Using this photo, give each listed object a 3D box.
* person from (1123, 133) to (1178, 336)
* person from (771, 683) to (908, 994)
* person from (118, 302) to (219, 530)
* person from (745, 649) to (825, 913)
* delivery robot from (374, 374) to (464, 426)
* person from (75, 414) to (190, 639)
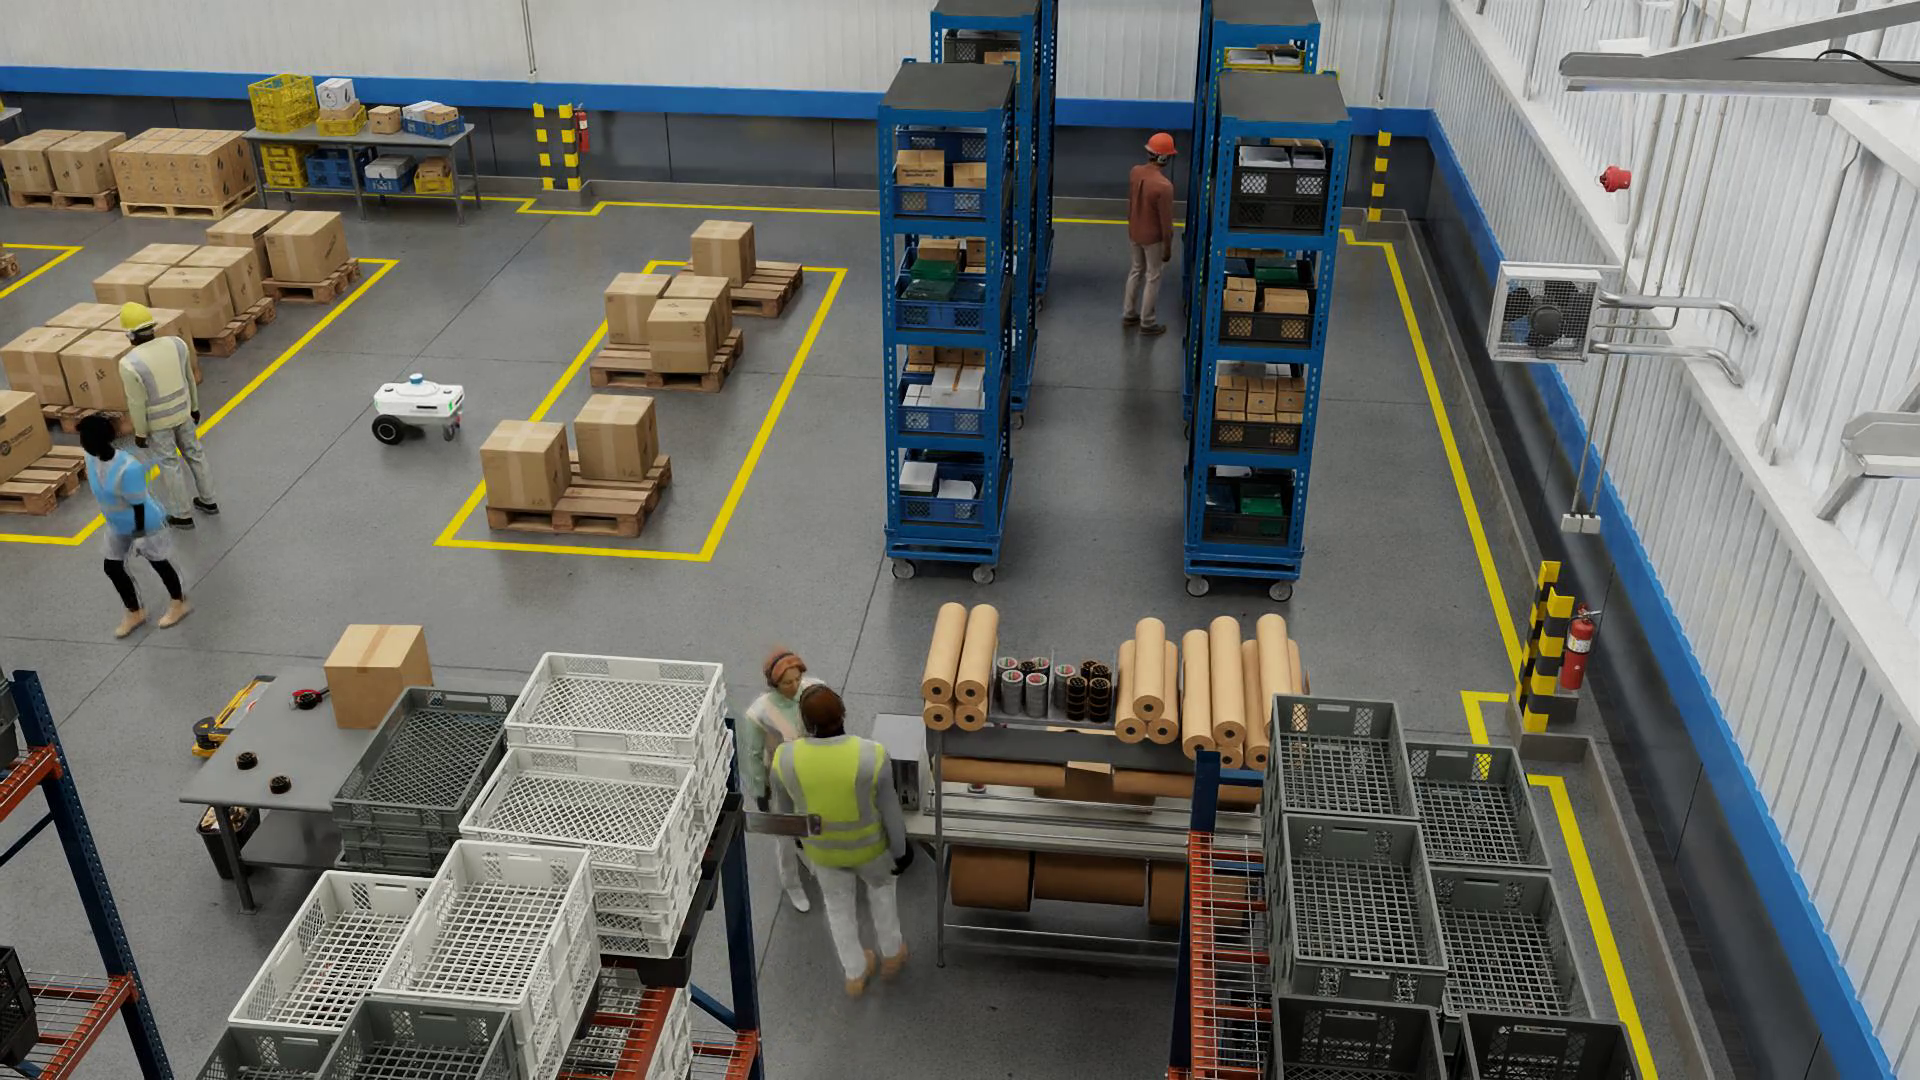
[{"bbox_3d":[1.845,-2.937,16.011,0.411,1.979,0.627,-18,35,-28],"label":"person"},{"bbox_3d":[-0.594,1.506,8.542,0.659,1.813,0.552,3,30,5],"label":"person"},{"bbox_3d":[-6.102,-0.957,12.751,0.404,1.827,0.599,14,33,22],"label":"person"},{"bbox_3d":[-0.911,1.290,9.082,0.549,1.628,0.395,-20,36,-30],"label":"person"},{"bbox_3d":[-4.646,-1.192,14.323,0.707,0.478,0.477,2,30,4],"label":"delivery robot"},{"bbox_3d":[-5.731,-0.076,11.382,0.550,1.671,0.624,12,32,20],"label":"person"}]
